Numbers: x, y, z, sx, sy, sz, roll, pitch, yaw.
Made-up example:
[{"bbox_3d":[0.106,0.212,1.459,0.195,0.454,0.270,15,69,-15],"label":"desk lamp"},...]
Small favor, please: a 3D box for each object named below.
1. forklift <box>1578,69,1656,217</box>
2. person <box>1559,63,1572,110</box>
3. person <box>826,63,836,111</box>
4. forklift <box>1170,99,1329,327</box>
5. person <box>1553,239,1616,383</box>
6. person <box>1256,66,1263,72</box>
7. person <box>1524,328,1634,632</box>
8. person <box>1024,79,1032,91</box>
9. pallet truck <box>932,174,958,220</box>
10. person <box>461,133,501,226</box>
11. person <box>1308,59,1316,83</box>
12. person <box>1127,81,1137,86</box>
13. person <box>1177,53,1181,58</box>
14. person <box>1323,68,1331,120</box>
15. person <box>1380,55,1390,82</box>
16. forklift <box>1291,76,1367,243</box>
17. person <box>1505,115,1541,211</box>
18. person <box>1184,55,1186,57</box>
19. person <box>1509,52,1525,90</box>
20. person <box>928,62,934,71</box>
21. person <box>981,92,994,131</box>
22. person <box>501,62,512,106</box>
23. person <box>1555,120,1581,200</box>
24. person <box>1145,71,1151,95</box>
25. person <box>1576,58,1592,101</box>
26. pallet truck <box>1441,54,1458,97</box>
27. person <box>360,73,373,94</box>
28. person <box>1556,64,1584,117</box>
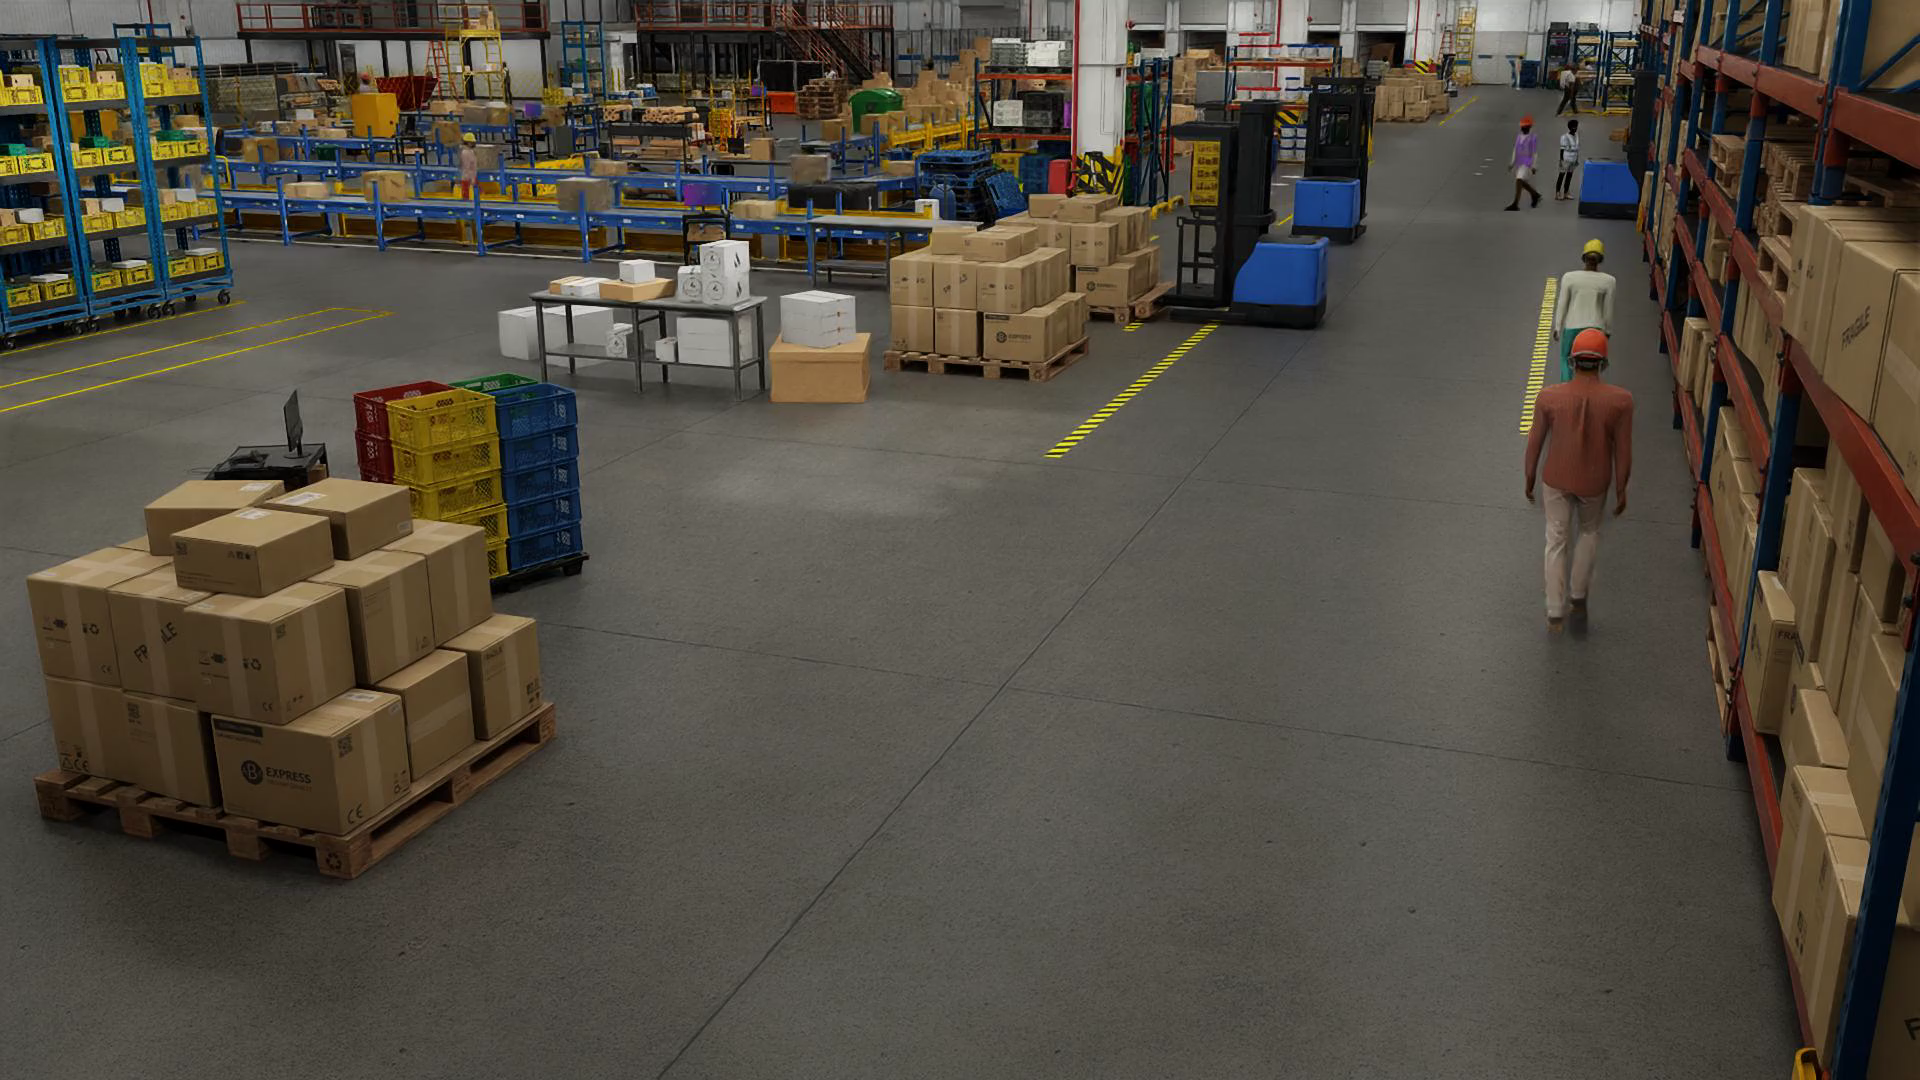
[{"bbox_3d":[13.219,-7.740,32.475,1.873,2.768,1.129,6,19,18],"label":"forklift"},{"bbox_3d":[24.821,-18.564,68.137,0.587,1.868,0.524,0,18,-1],"label":"person"},{"bbox_3d":[-5.207,-18.162,66.792,0.392,1.915,0.590,-15,23,-39],"label":"person"},{"bbox_3d":[3.816,-4.260,21.541,1.873,2.768,1.129,6,19,19],"label":"forklift"},{"bbox_3d":[6.292,-2.164,16.786,0.556,1.740,0.705,6,19,18],"label":"person"},{"bbox_3d":[13.897,-21.598,77.598,0.870,1.912,0.639,8,19,23],"label":"person"},{"bbox_3d":[4.056,-0.426,10.969,0.654,1.964,0.837,6,19,18],"label":"person"},{"bbox_3d":[2.522,-17.087,63.678,0.690,1.747,0.524,8,19,22],"label":"person"},{"bbox_3d":[-0.507,-5.292,27.348,0.653,1.274,1.630,6,19,19],"label":"pallet truck"},{"bbox_3d":[-9.094,-6.754,31.245,0.836,1.734,0.533,2,18,7],"label":"person"},{"bbox_3d":[19.739,-26.630,93.277,0.413,1.988,0.639,5,18,16],"label":"person"},{"bbox_3d":[6.212,-15.784,59.308,0.710,1.910,0.568,11,21,31],"label":"person"},{"bbox_3d":[11.424,-24.658,87.379,0.627,1.811,0.862,7,19,20],"label":"person"},{"bbox_3d":[13.728,-16.680,62.217,0.329,1.865,0.515,-8,19,-22],"label":"person"},{"bbox_3d":[20.676,-22.655,81.029,0.429,1.839,0.634,-1,18,-3],"label":"person"},{"bbox_3d":[6.598,-6.755,29.381,1.129,2.768,1.873,6,19,19],"label":"forklift"},{"bbox_3d":[11.548,-7.672,33.839,0.832,1.915,0.537,-6,19,-18],"label":"person"},{"bbox_3d":[11.202,-23.006,81.974,0.358,1.937,0.549,-3,18,-9],"label":"person"},{"bbox_3d":[28.780,-24.246,85.966,0.782,1.888,0.634,13,22,34],"label":"person"},{"bbox_3d":[-1.302,-18.276,67.118,0.858,1.943,0.624,10,20,28],"label":"person"},{"bbox_3d":[0.944,-11.768,46.910,0.606,1.773,0.965,9,20,26],"label":"person"},{"bbox_3d":[-19.429,-19.524,71.181,0.344,1.847,0.506,10,20,29],"label":"person"},{"bbox_3d":[13.080,-8.153,35.700,0.578,1.694,0.319,-8,20,-25],"label":"person"},{"bbox_3d":[6.583,-15.506,58.440,0.541,1.914,0.559,3,18,10],"label":"person"},{"bbox_3d":[28.189,-20.785,75.063,0.908,1.885,0.612,11,21,31],"label":"person"},{"bbox_3d":[22.765,-21.886,78.355,0.823,1.965,1.885,-4,18,-14],"label":"pallet truck"},{"bbox_3d":[-18.720,-13.749,52.739,0.422,2.026,0.618,-13,22,-35],"label":"person"},{"bbox_3d":[23.361,-17.170,63.469,1.041,2.000,0.757,8,19,25],"label":"person"}]
